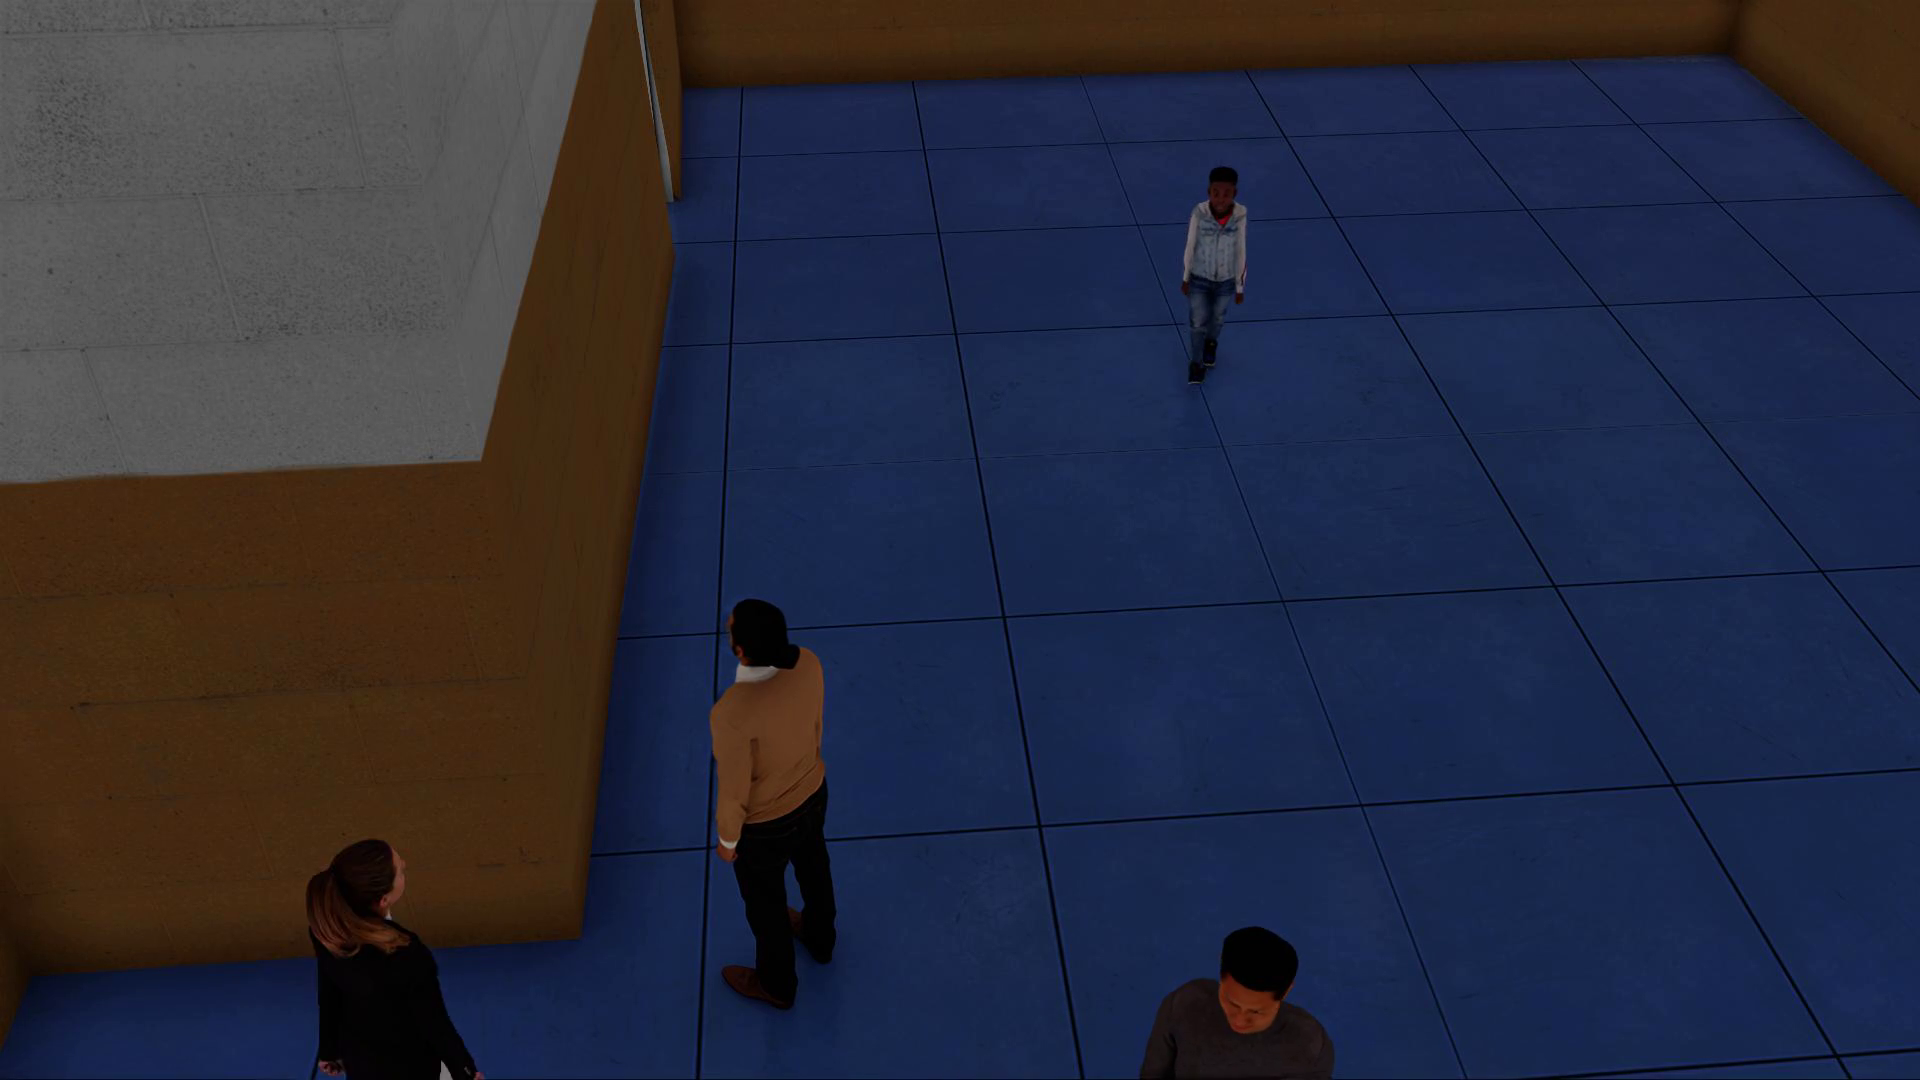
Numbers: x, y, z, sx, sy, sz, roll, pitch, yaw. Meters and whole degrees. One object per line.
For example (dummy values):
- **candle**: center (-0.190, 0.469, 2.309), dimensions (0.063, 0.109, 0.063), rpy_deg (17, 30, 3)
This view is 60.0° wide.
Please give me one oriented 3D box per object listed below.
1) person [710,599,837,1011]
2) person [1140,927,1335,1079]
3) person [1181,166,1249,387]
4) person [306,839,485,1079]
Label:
- **person**: center (-0.627, 0.892, 5.621), dimensions (0.799, 1.755, 0.758), rpy_deg (22, 42, 27)
- **person**: center (0.729, 1.666, 4.587), dimensions (0.624, 1.764, 0.774), rpy_deg (28, 45, 32)
- **person**: center (1.420, -1.505, 9.255), dimensions (0.808, 1.234, 0.663), rpy_deg (4, 37, 5)
- **person**: center (-1.671, 1.584, 4.759), dimensions (1.202, 1.672, 1.229), rpy_deg (24, 43, 29)
